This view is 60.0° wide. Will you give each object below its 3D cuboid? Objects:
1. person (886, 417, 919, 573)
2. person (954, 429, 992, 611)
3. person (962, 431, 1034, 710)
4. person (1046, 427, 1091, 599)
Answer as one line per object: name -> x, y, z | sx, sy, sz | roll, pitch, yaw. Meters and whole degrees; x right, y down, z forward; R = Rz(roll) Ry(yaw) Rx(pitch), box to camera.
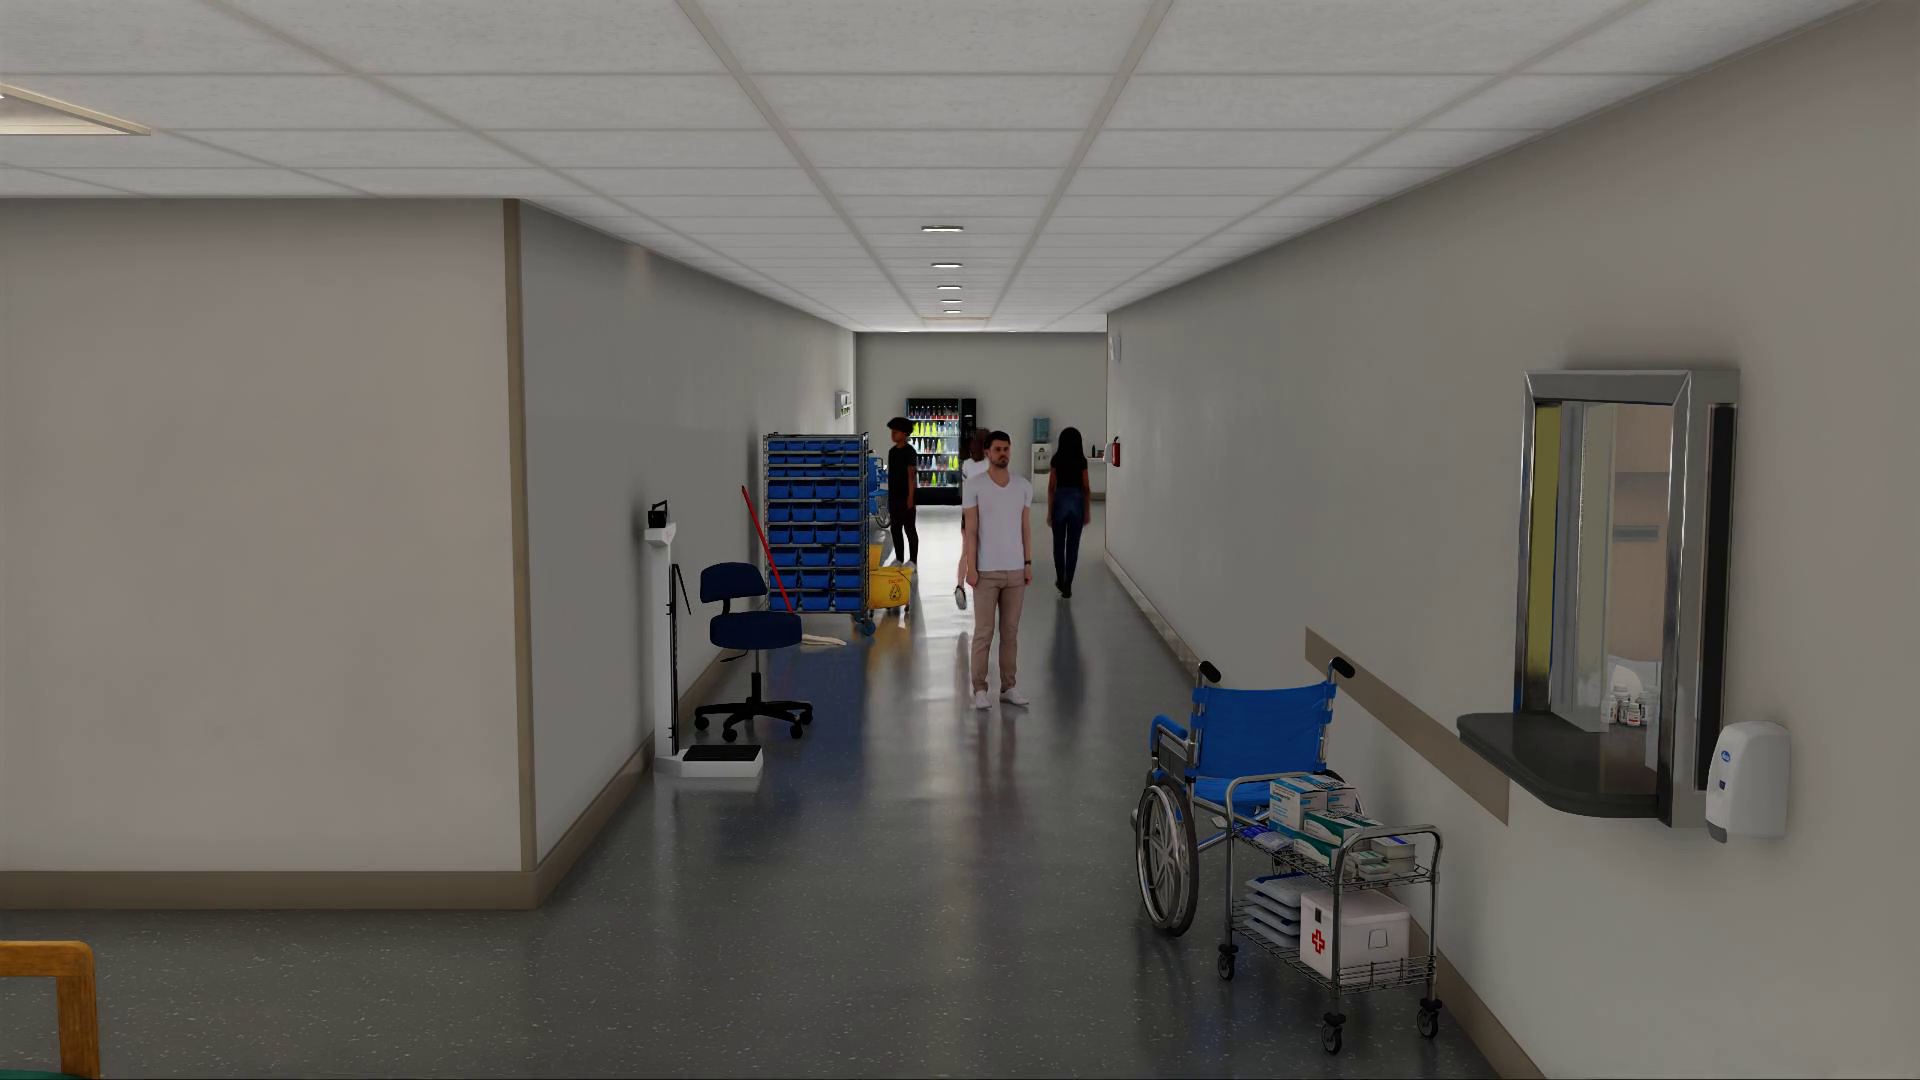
person -> -0.649, -0.526, 19.060 | 0.753, 1.781, 0.702 | -5, 8, -42
person -> 0.147, -0.157, 15.733 | 1.124, 1.713, 0.838 | 2, 6, 16
person -> 0.258, 0.192, 11.384 | 0.685, 1.888, 0.824 | -2, 6, -23
person -> 1.094, -0.254, 16.714 | 0.945, 1.709, 0.693 | 0, 6, 3
